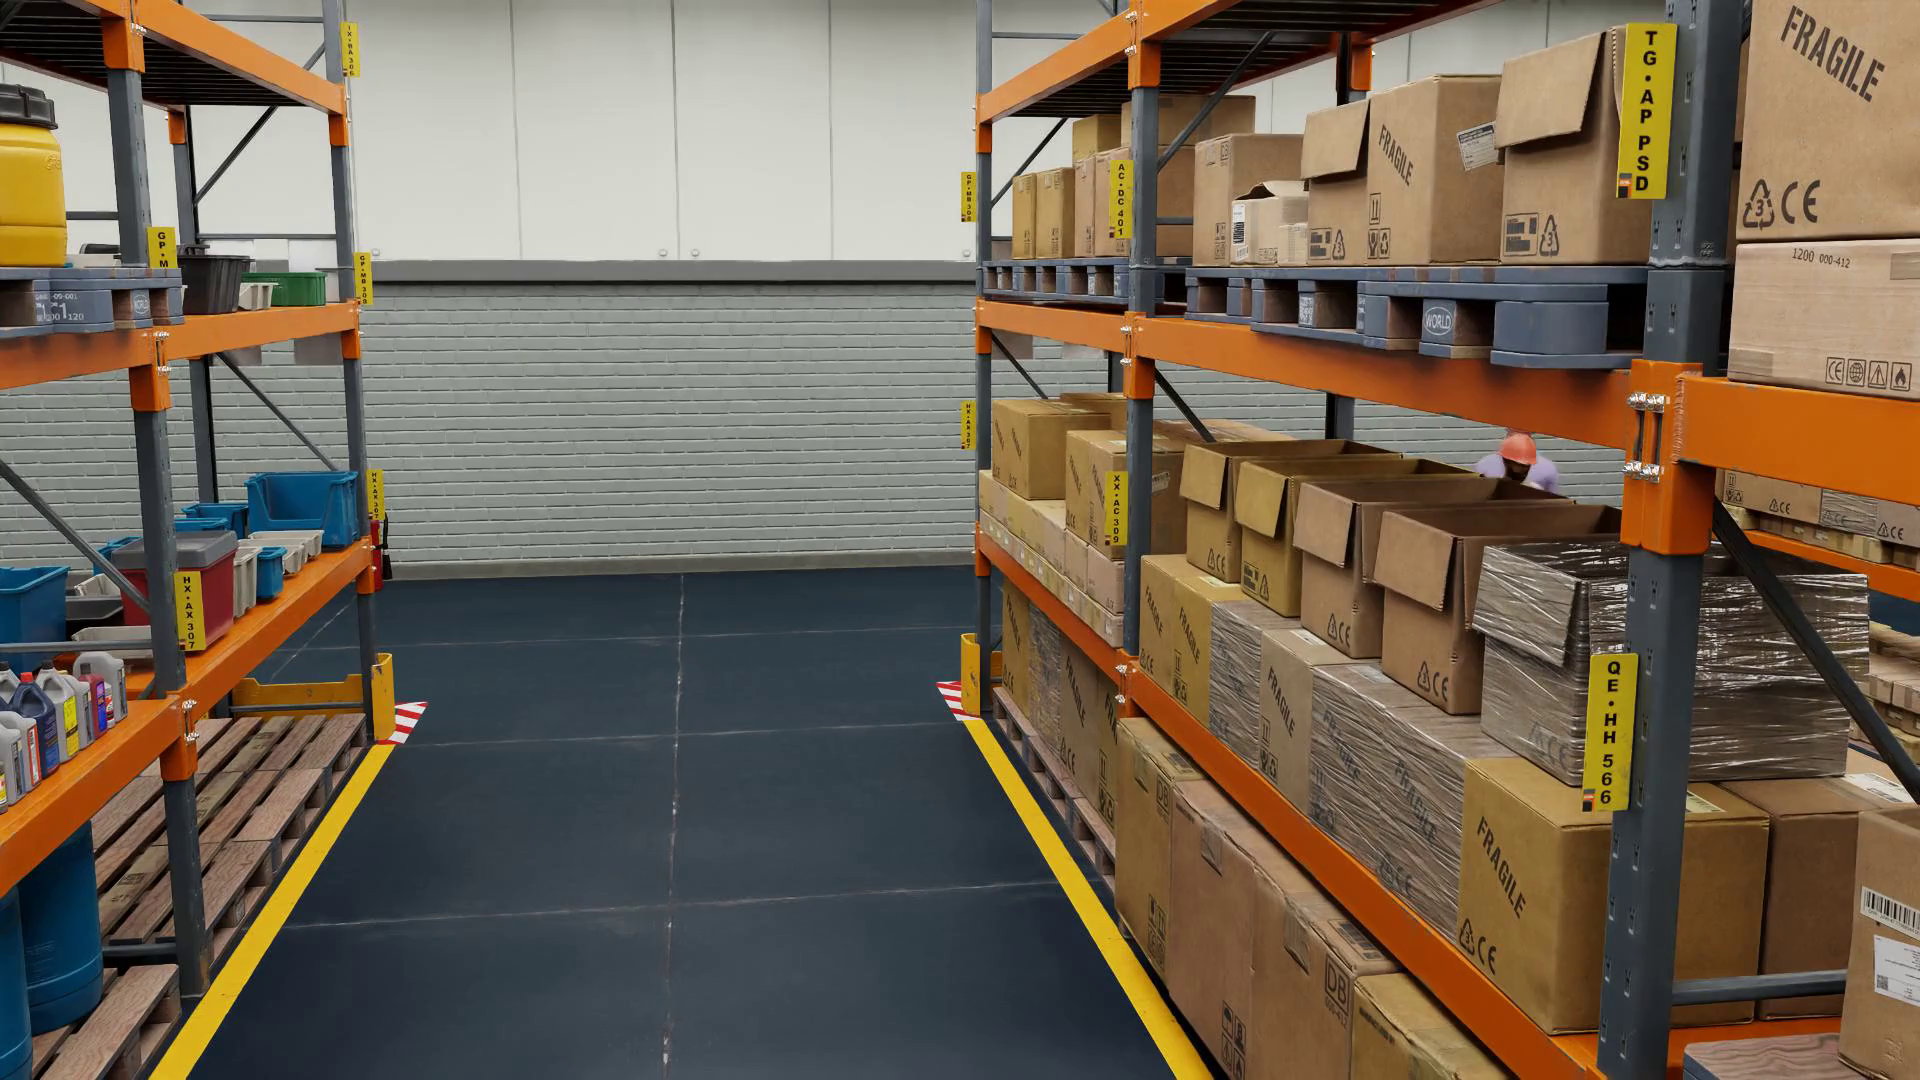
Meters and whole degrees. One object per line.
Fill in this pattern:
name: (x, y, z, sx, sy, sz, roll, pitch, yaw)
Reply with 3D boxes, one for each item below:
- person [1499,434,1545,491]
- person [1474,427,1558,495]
person: (3.823, 0.182, 11.774, 0.575, 1.914, 0.623, -1, 9, -8)
person: (4.457, -0.043, 13.345, 0.667, 1.852, 0.957, 4, 10, 26)
